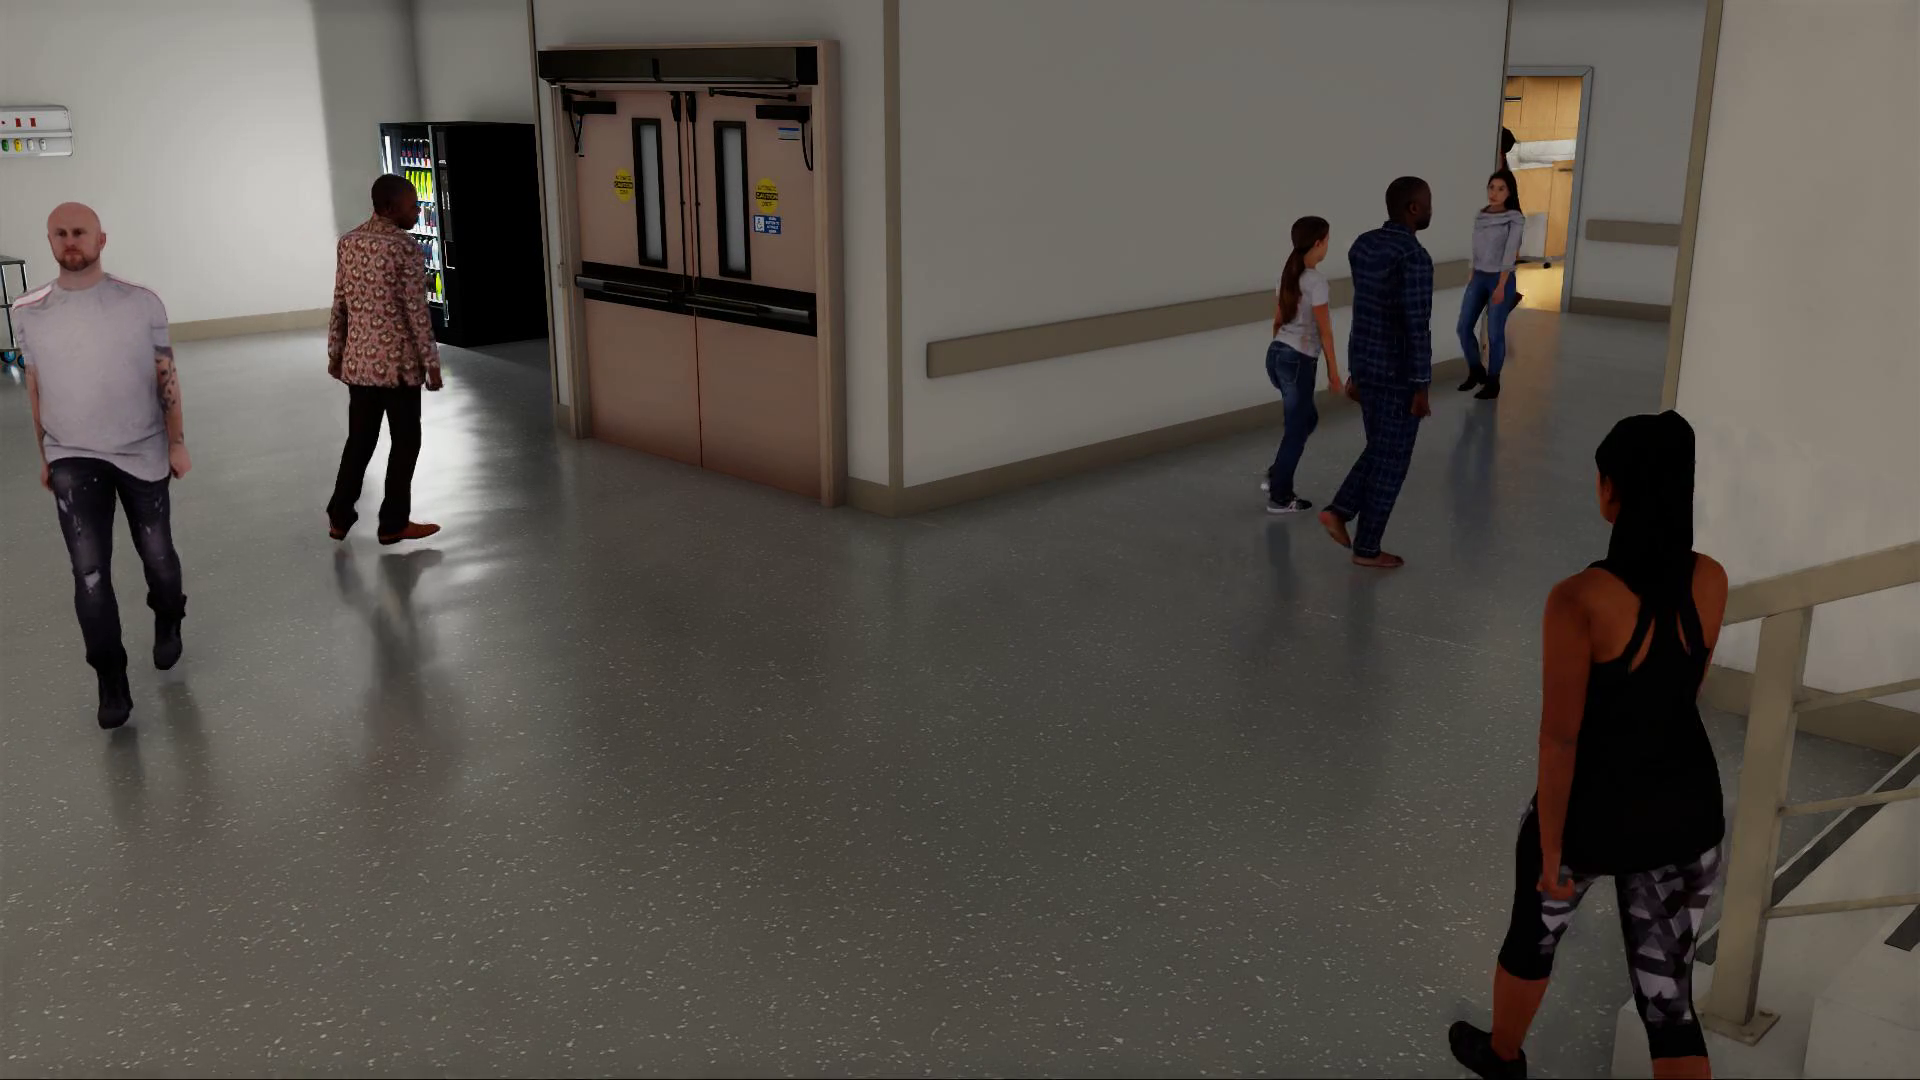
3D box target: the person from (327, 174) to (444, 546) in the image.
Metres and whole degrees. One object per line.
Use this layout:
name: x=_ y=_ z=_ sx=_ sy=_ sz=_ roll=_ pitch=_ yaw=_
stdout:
person: x=-2.847 y=-0.846 z=8.059 sx=0.789 sy=1.777 sz=1.012 roll=3 pitch=16 yaw=10

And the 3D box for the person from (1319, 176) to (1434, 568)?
person: x=1.894 y=-0.750 z=7.655 sx=0.882 sy=1.812 sz=0.796 roll=-6 pitch=17 yaw=-19

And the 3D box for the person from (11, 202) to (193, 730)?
person: x=-3.084 y=-0.304 z=6.104 sx=1.024 sy=1.795 sz=1.294 roll=-5 pitch=17 yaw=-18

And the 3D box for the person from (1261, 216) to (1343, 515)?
person: x=1.692 y=-0.897 z=8.664 sx=0.692 sy=1.547 sz=0.623 roll=-5 pitch=17 yaw=-19

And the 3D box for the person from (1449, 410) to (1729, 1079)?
person: x=1.356 y=0.588 z=3.254 sx=0.967 sy=1.625 sz=1.123 roll=-3 pitch=16 yaw=-10

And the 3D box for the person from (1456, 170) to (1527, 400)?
person: x=3.791 y=-1.763 z=11.625 sx=0.732 sy=1.608 sz=0.619 roll=-9 pitch=18 yaw=-29
